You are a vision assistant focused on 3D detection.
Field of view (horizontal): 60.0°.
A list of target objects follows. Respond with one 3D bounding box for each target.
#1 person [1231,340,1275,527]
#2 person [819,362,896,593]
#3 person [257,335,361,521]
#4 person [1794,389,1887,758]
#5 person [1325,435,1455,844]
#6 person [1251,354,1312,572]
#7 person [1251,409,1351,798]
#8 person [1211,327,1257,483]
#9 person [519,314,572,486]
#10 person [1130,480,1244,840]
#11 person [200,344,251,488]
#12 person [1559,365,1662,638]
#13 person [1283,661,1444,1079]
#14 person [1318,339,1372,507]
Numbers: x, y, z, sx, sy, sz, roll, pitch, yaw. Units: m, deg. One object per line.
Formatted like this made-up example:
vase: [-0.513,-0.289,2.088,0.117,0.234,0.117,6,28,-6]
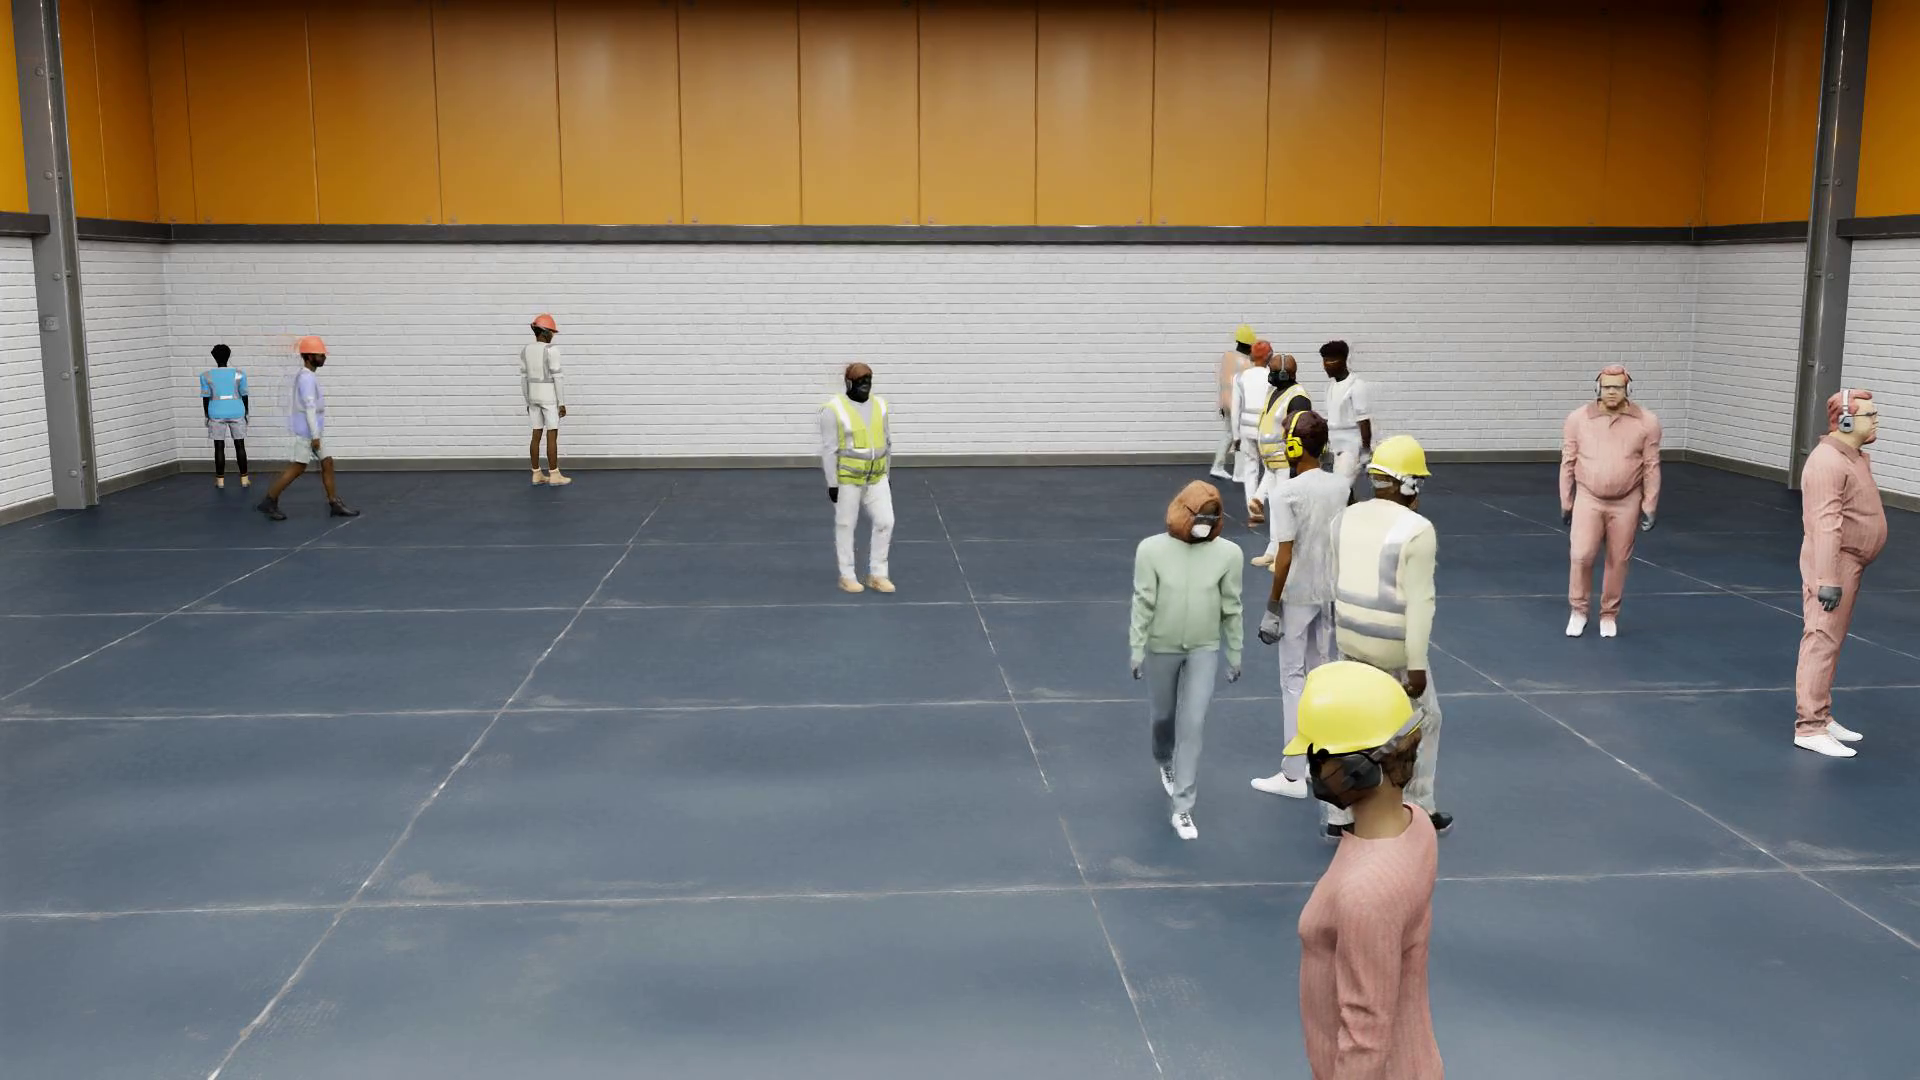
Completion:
person: [2.953,-1.041,16.427,0.607,1.870,0.483,5,11,31]
person: [-0.754,-0.469,12.975,0.664,1.820,0.645,-6,11,-33]
person: [-6.720,-1.135,16.968,0.956,1.901,0.557,-3,10,-19]
person: [4.627,0.163,8.745,0.407,1.913,0.641,6,11,33]
person: [1.932,0.441,7.322,0.743,1.800,0.624,-5,11,-30]
person: [2.726,-0.649,14.070,0.430,1.841,0.624,-2,9,-12]
person: [1.642,0.307,7.996,0.509,1.864,0.328,-7,12,-38]
person: [3.343,-1.629,20.088,0.388,1.881,0.641,-3,10,-19]
person: [-4.933,-1.660,19.809,0.605,2.033,0.392,5,10,28]
person: [1.033,0.492,7.655,0.518,1.592,0.797,1,9,3]
person: [-8.630,-1.455,19.571,0.533,1.697,0.318,-5,10,-27]
person: [4.447,-0.246,11.397,0.647,1.889,0.584,3,10,18]
person: [0.786,1.105,3.310,0.327,1.760,0.524,4,10,23]
person: [3.391,-0.797,14.691,0.467,1.934,0.638,-2,9,-10]
